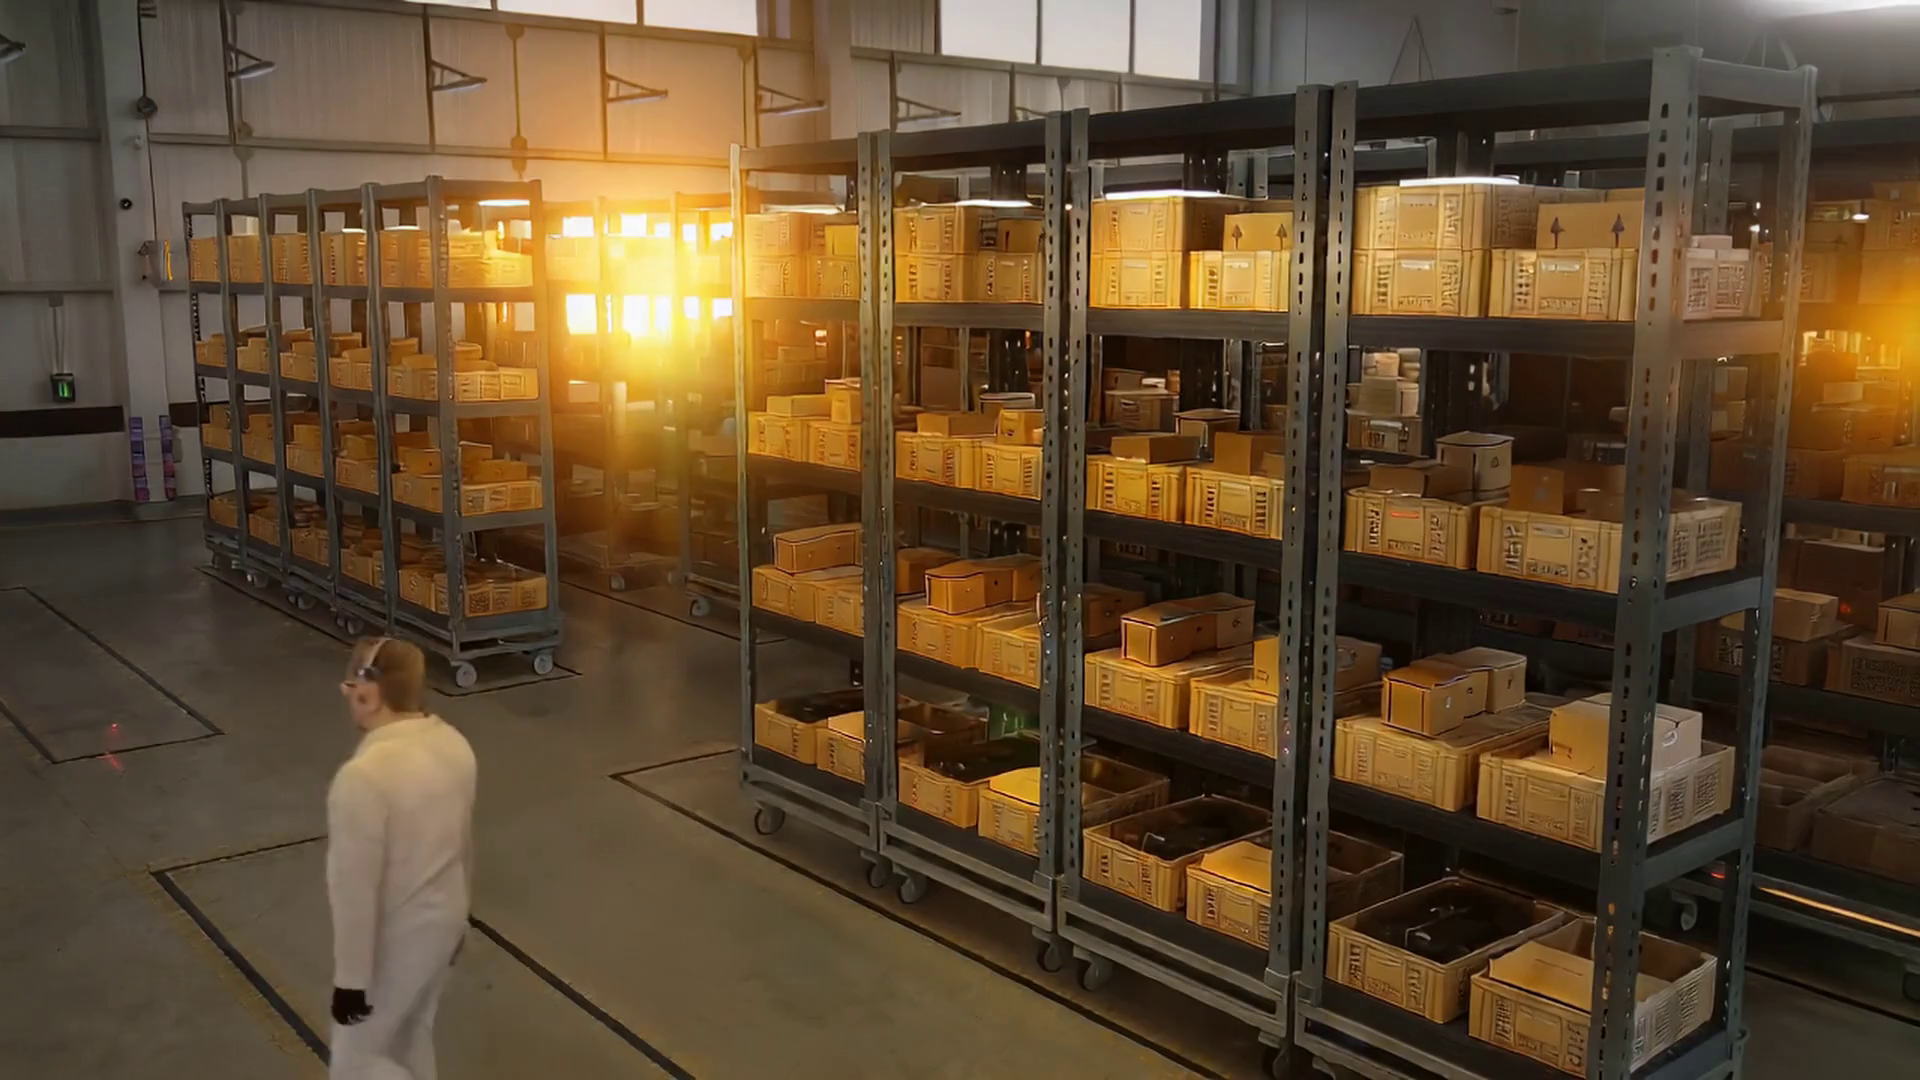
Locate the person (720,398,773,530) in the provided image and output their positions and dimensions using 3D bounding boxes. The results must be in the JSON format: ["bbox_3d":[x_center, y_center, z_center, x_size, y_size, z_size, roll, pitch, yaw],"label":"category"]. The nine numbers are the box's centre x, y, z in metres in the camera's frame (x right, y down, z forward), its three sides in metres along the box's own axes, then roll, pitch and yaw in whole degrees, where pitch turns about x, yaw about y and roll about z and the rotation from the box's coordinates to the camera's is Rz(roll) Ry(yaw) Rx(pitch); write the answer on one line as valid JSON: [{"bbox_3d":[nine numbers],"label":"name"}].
[{"bbox_3d":[-2.070,-0.592,16.398,0.626,1.798,0.506,0,9,2],"label":"person"}]

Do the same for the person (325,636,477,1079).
[{"bbox_3d":[-1.704,1.228,5.169,0.537,1.883,0.655,2,10,10],"label":"person"}]
